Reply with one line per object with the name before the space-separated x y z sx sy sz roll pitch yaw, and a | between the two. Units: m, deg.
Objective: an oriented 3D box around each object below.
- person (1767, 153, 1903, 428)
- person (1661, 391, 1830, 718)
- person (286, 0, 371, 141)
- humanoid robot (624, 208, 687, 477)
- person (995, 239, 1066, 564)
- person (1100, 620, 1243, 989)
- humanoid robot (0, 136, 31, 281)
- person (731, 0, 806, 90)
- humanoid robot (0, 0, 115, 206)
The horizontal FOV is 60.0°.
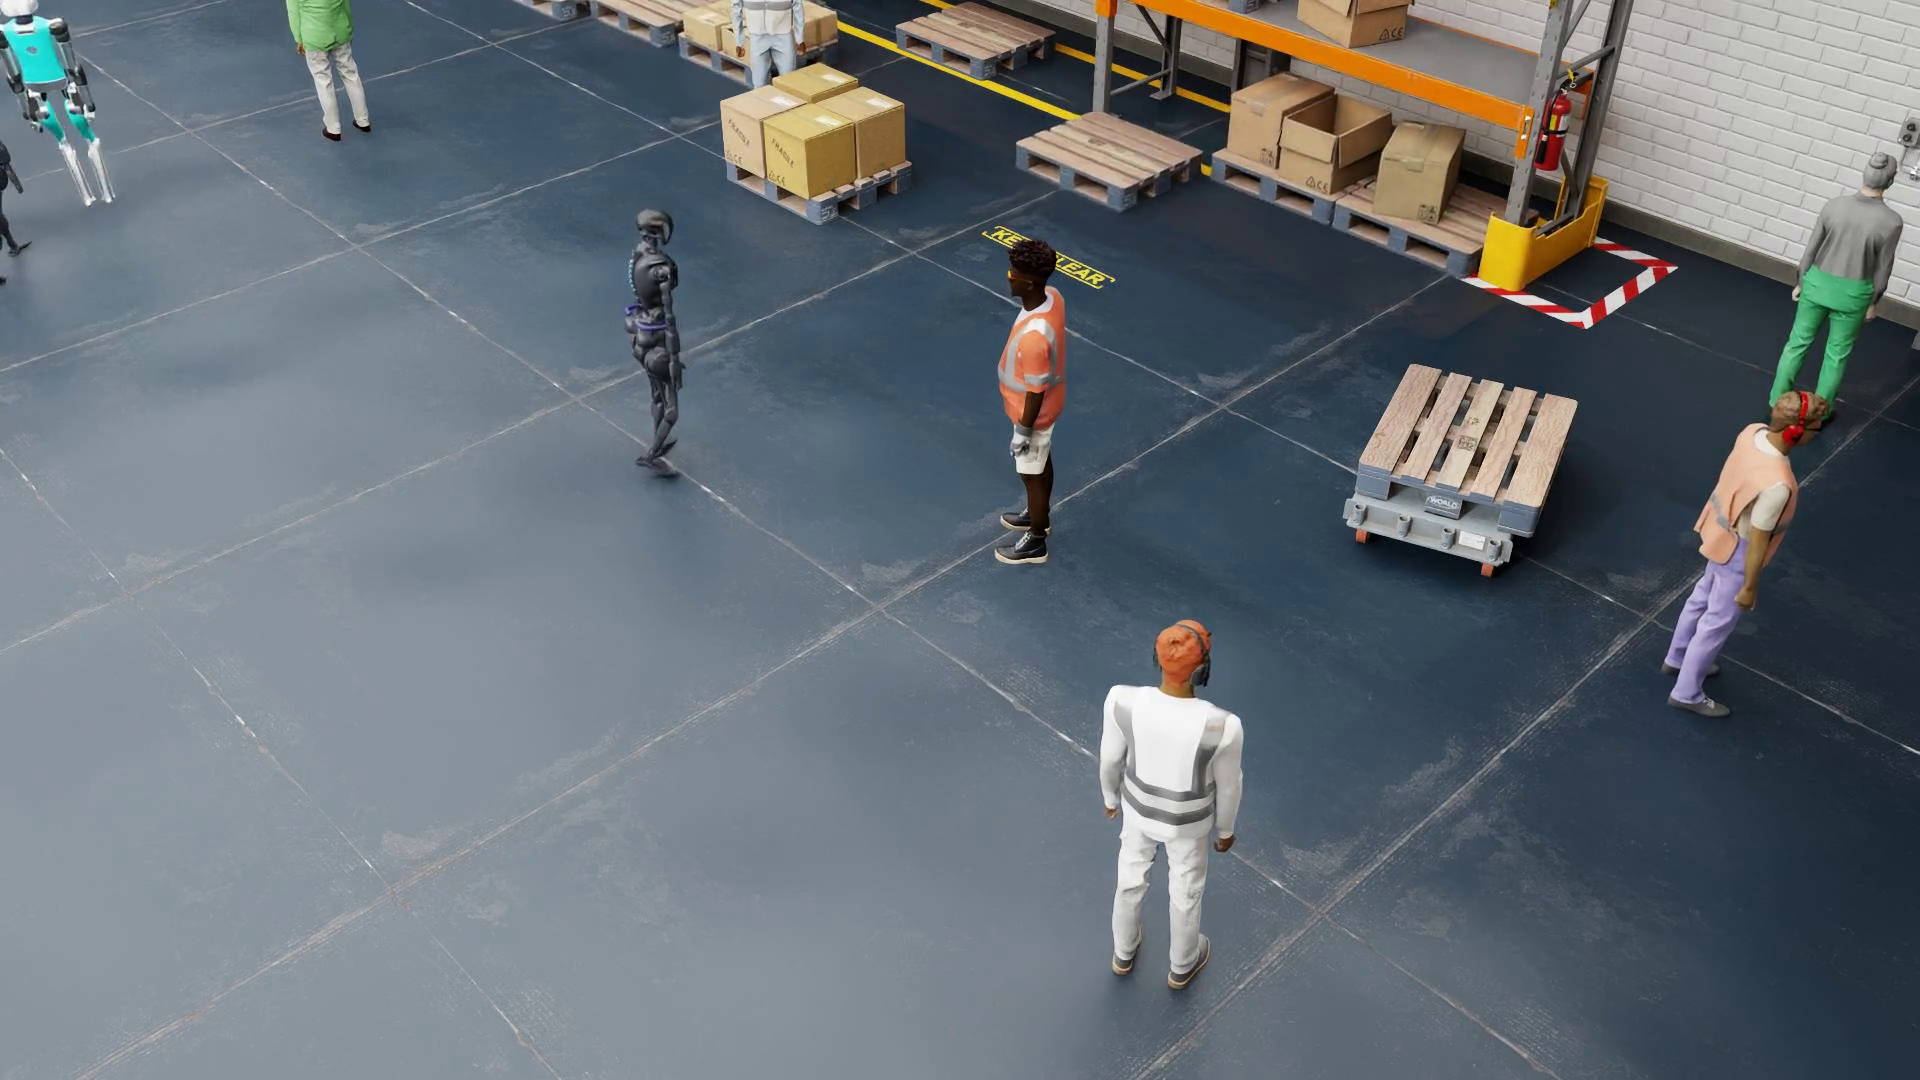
person | 5.430 -1.549 10.284 0.513 1.839 0.348 28 45 32
person | 3.798 0.063 8.151 0.379 1.836 0.564 6 37 8
person | -5.300 -4.227 13.886 0.389 1.778 0.534 29 46 33
humanoid robot | -1.859 -1.185 9.941 0.468 1.645 0.610 -18 41 -22
person | 0.389 -0.745 9.112 0.367 1.966 0.602 6 37 8
person | 0.843 1.096 6.741 0.572 1.886 0.354 14 39 17
humanoid robot | -7.121 -2.687 11.969 0.596 1.626 0.779 5 37 6
person | -1.568 -4.157 13.681 0.598 1.909 0.400 -2 37 -2
humanoid robot | -6.917 -3.360 12.794 0.530 1.804 0.755 -11 39 -15
